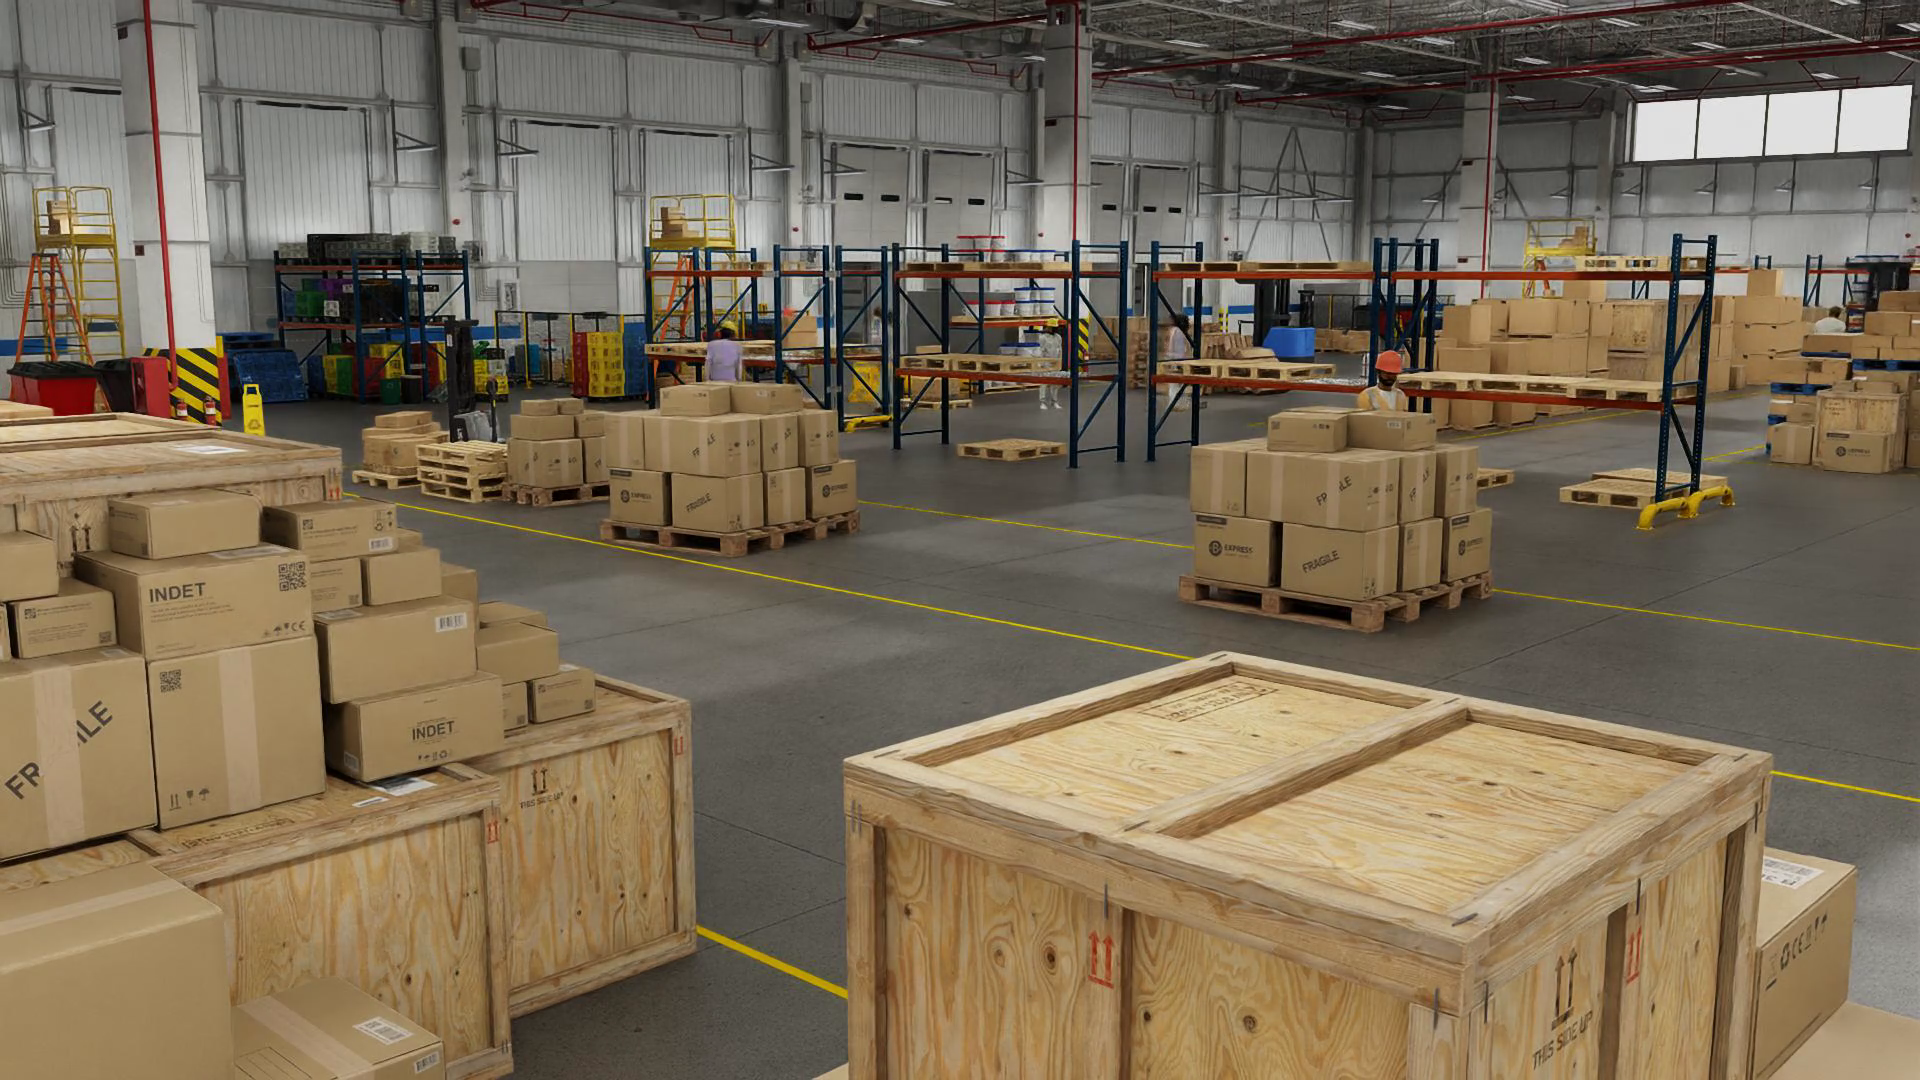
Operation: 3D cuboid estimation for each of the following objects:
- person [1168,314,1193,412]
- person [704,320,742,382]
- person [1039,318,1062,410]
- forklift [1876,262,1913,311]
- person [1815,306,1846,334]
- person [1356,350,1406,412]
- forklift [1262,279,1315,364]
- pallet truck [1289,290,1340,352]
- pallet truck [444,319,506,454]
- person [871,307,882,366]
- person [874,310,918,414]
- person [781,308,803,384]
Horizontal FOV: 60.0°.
[{"bbox_3d":[4.178,-3.262,30.774,0.658,1.822,0.661,0,9,-3],"label":"person"},{"bbox_3d":[-3.585,-2.419,25.455,0.665,1.874,0.697,-7,11,-36],"label":"person"},{"bbox_3d":[1.735,-3.330,31.472,0.488,1.736,0.321,-5,11,-30],"label":"person"},{"bbox_3d":[23.386,-5.574,41.721,1.129,2.768,1.873,-6,11,-31],"label":"forklift"},{"bbox_3d":[18.091,-3.913,34.607,0.996,1.876,0.645,-5,11,-29],"label":"person"},{"bbox_3d":[3.809,-0.741,14.979,0.547,1.934,0.376,-6,11,-31],"label":"person"},{"bbox_3d":[8.555,-6.090,44.881,1.873,2.768,1.129,9,13,43],"label":"forklift"},{"bbox_3d":[11.297,-6.951,52.861,1.885,1.965,0.823,-5,11,-29],"label":"pallet truck"},{"bbox_3d":[-6.981,-1.942,22.150,1.885,1.965,0.823,1,9,9],"label":"pallet truck"},{"bbox_3d":[-2.213,-5.403,44.506,0.314,1.633,0.521,-2,9,-11],"label":"person"},{"bbox_3d":[-1.163,-3.255,30.492,0.944,1.897,0.657,1,9,6],"label":"person"},{"bbox_3d":[-3.398,-3.692,33.209,0.560,1.899,0.974,3,10,18],"label":"person"}]
